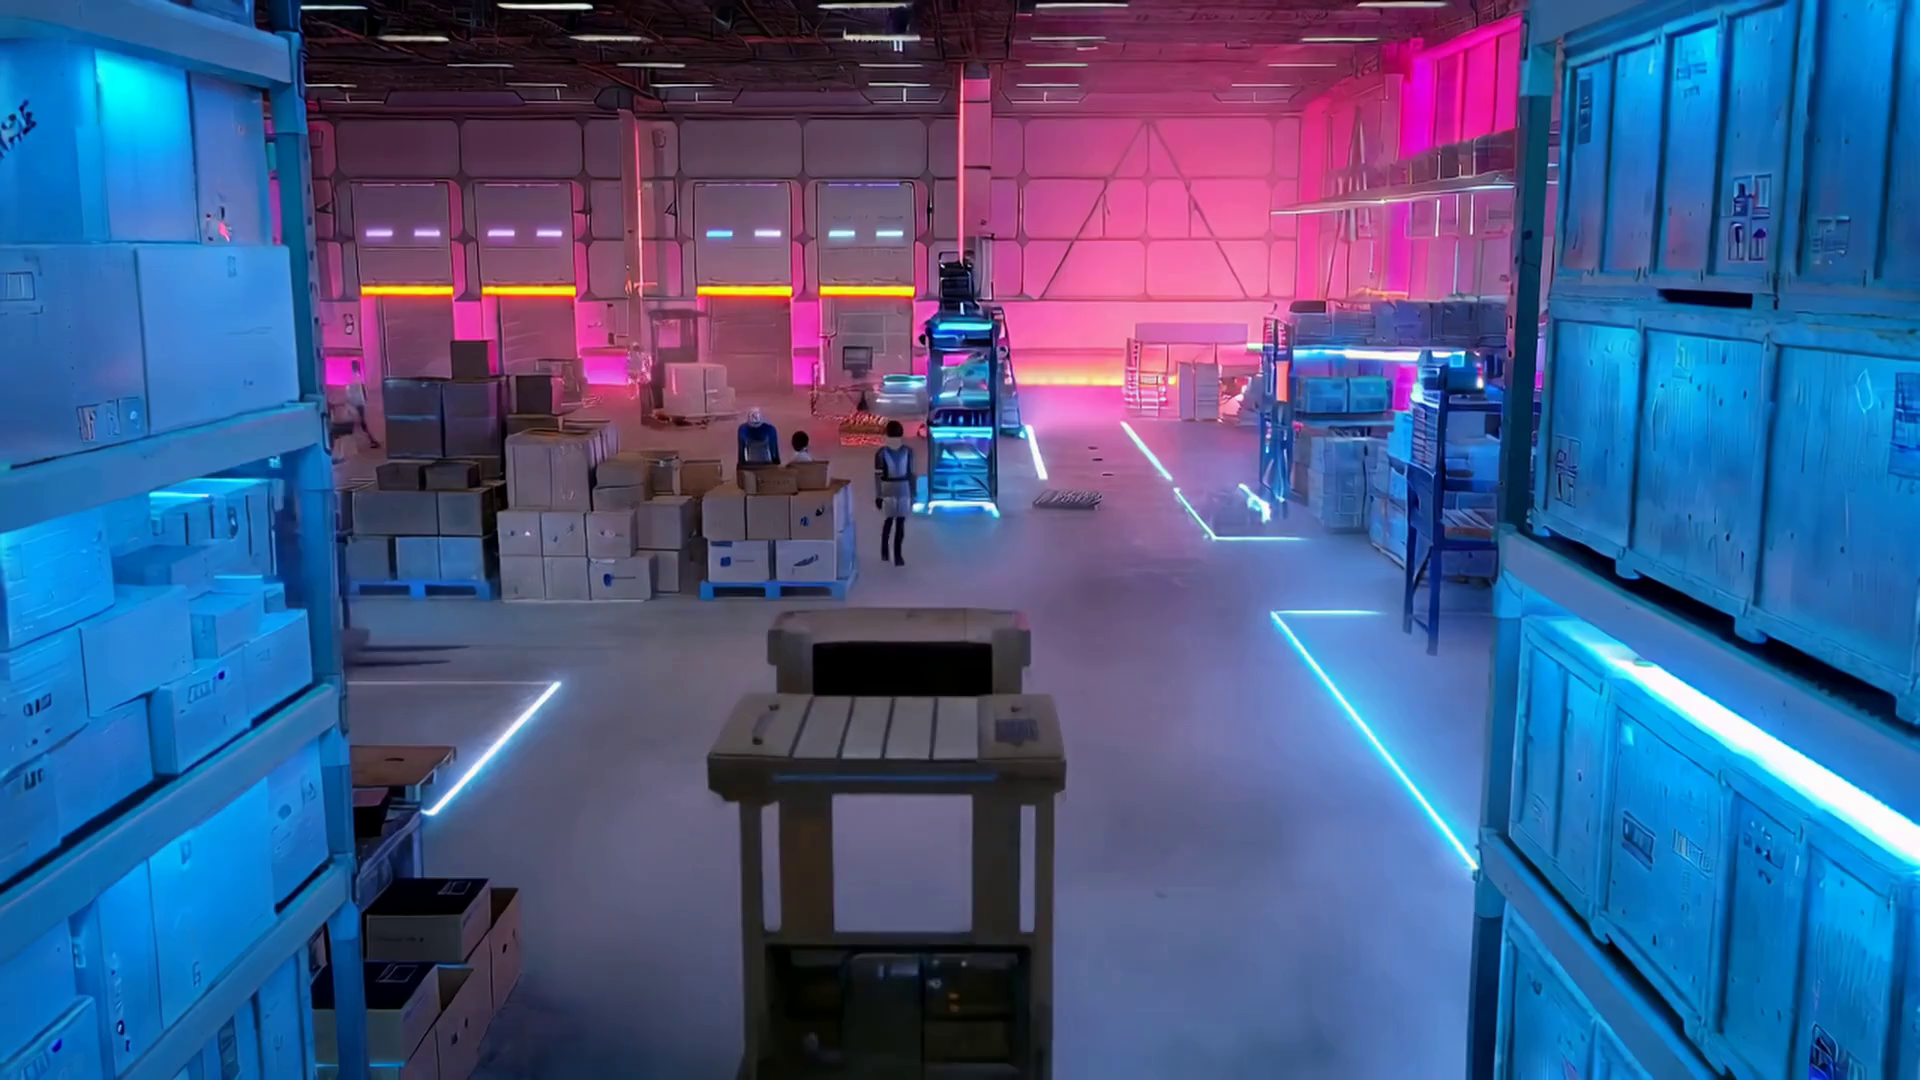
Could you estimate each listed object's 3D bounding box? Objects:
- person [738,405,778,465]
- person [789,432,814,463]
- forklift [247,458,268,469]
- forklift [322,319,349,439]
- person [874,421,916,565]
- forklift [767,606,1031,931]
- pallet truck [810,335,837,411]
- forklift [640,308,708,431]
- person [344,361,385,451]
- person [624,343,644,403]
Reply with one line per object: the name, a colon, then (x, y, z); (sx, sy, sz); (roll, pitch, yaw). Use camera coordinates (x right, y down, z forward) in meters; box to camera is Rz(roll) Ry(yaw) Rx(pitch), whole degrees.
person: (-2.960, -1.019, 24.349); (0.628, 1.929, 0.363); (3, 10, 17)
person: (-2.205, -0.652, 22.971); (0.336, 1.656, 0.664); (4, 10, 20)
forklift: (-7.174, -0.138, 16.499); (1.873, 2.768, 1.129); (0, 10, 1)
forklift: (-13.003, -2.989, 32.947); (1.129, 2.768, 1.873); (0, 10, 1)
person: (-0.852, -0.614, 22.027); (0.541, 1.923, 0.392); (-3, 10, -18)
forklift: (-0.212, 1.645, 6.214); (1.129, 2.768, 1.873); (0, 10, 1)
pallet truck: (-3.021, -4.312, 43.126); (1.885, 1.965, 0.823); (3, 10, 17)
forklift: (-6.777, -4.030, 38.951); (1.129, 2.768, 1.873); (-5, 11, -27)
person: (-12.556, -2.800, 34.726); (1.011, 1.887, 0.648); (0, 10, -1)
person: (-8.906, -4.591, 45.715); (0.864, 1.655, 0.528); (7, 12, 35)
